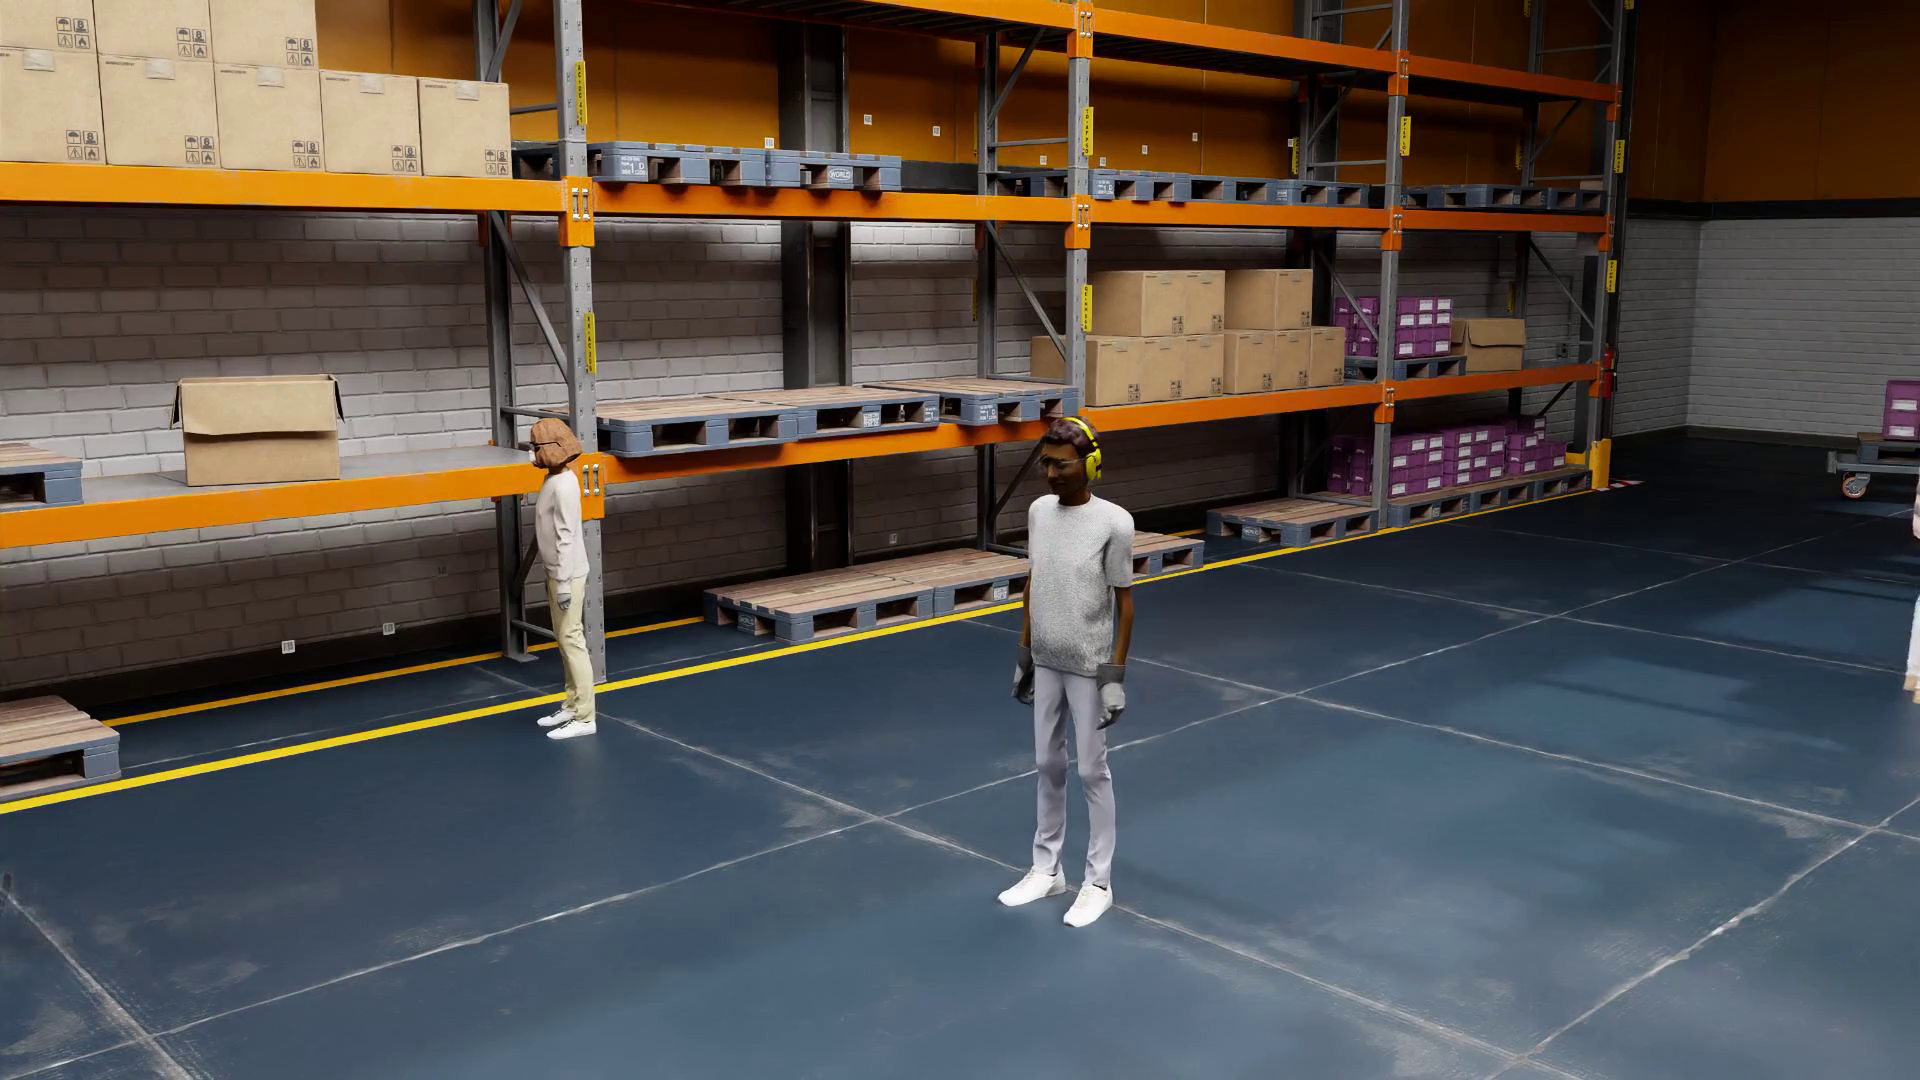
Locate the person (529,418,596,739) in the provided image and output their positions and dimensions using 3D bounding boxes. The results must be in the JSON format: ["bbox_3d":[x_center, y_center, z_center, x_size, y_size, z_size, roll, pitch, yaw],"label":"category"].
[{"bbox_3d":[-2.027,0.191,8.446,0.280,1.625,0.493,-3,10,-19],"label":"person"}]

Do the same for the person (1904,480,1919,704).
[{"bbox_3d":[5.411,-0.006,9.012,0.434,1.831,0.639,3,10,19],"label":"person"}]

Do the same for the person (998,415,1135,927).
[{"bbox_3d":[0.398,0.474,6.087,0.520,1.865,0.327,9,13,42],"label":"person"}]
